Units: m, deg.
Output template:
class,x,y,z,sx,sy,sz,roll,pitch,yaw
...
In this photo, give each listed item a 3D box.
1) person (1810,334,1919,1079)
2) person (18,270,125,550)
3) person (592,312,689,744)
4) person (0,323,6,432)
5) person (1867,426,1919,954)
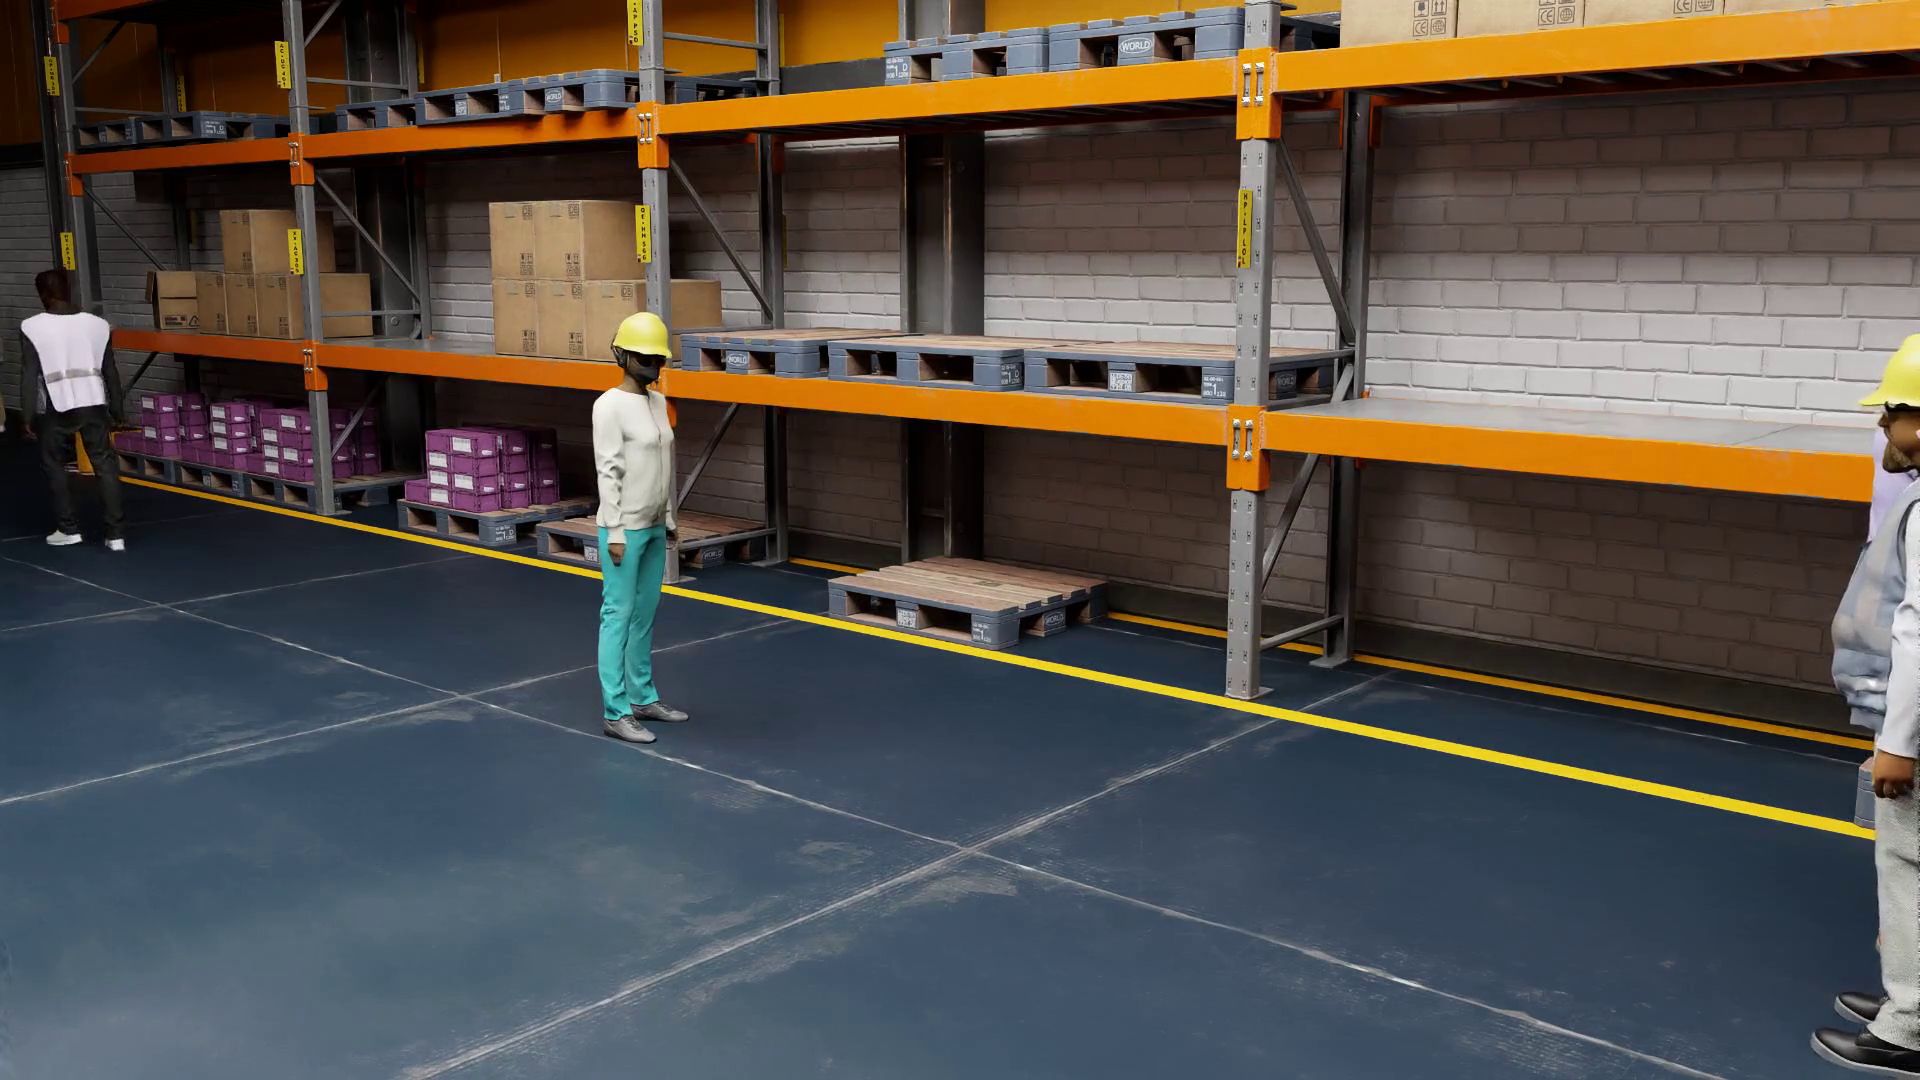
class,x,y,z,sx,sy,sz,roll,pitch,yaw
person,2.357,0.409,4.088,0.404,1.824,0.586,7,12,35
person,-5.985,-0.867,11.190,0.822,1.866,0.733,7,12,37
person,-1.320,-0.056,6.899,0.328,1.762,0.523,3,10,17
person,-10.715,-1.971,18.164,0.498,1.632,0.280,-9,13,-40
person,2.797,0.272,4.535,0.627,1.936,0.376,6,12,30
